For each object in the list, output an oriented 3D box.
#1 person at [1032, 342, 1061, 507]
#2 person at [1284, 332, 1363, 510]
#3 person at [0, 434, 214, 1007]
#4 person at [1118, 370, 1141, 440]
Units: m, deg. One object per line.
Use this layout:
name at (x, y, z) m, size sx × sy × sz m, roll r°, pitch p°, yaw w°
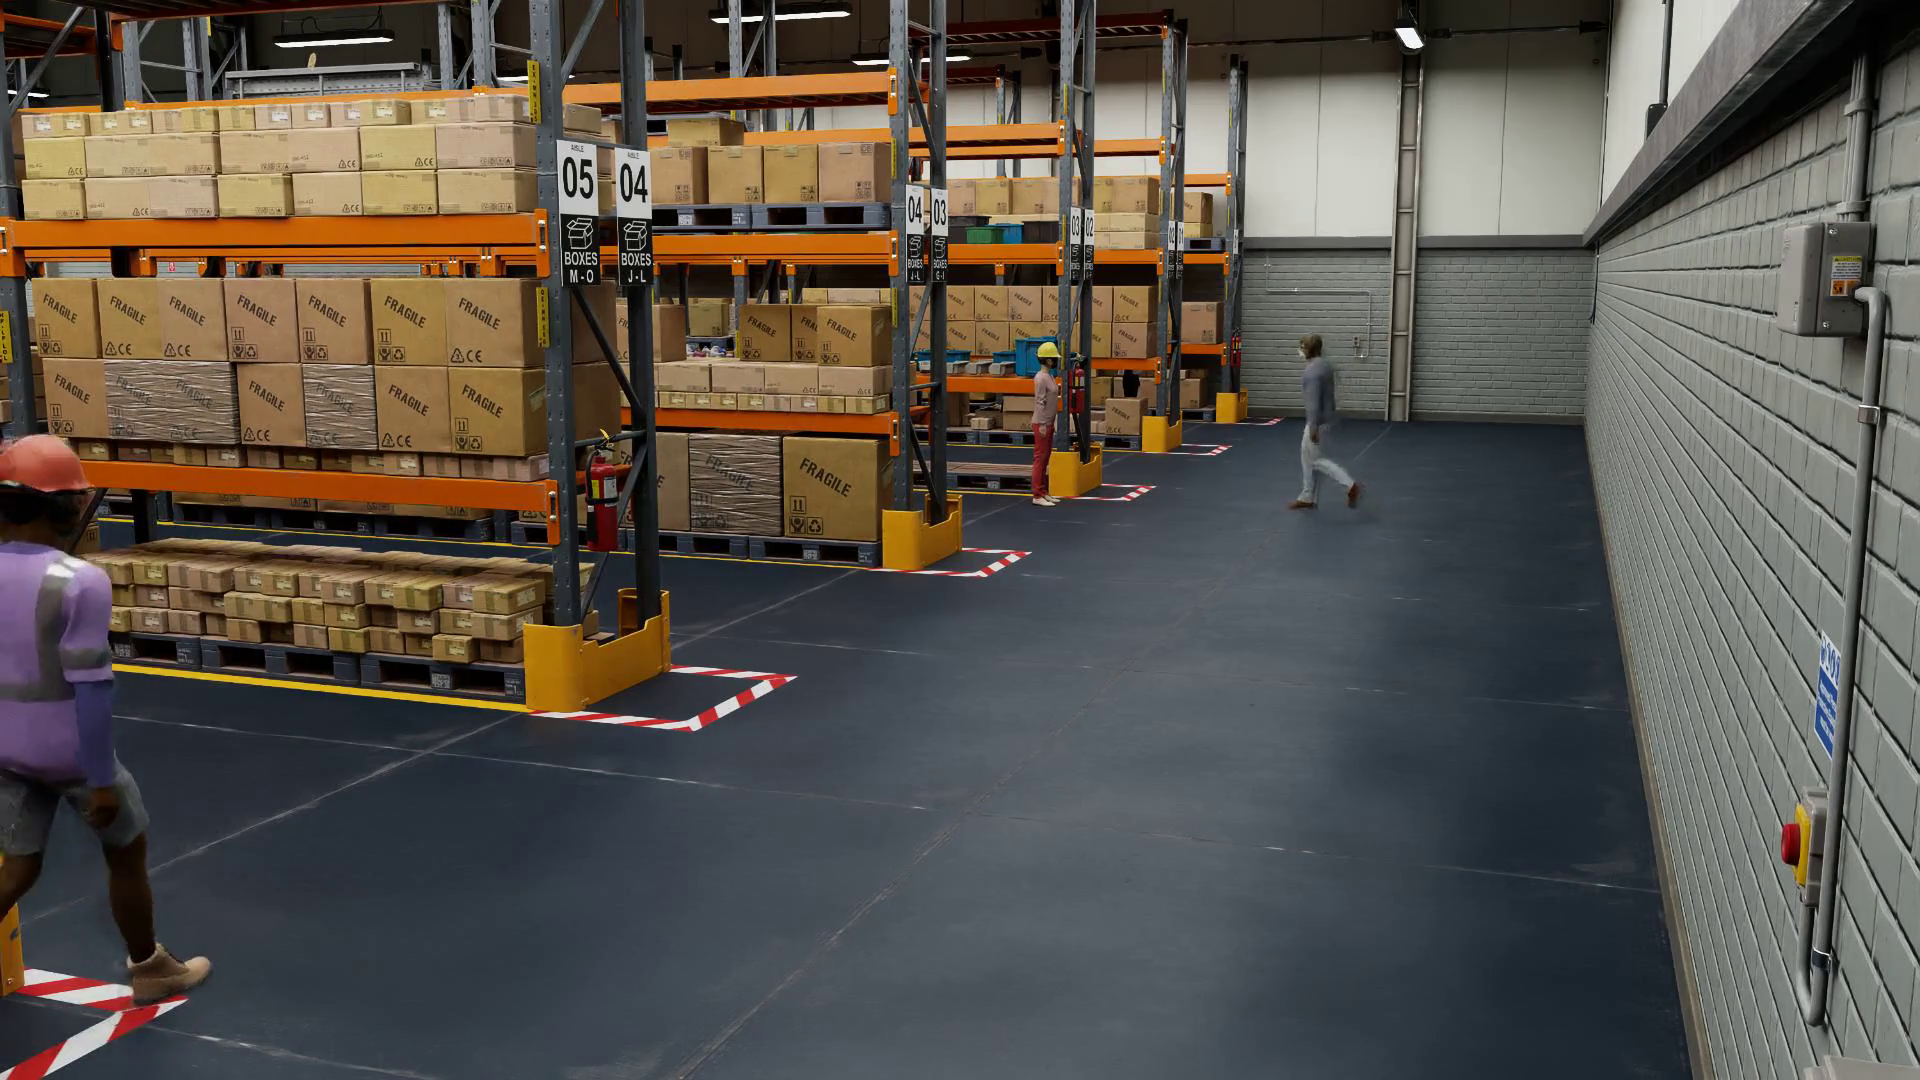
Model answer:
person at (0.939, -1.250, 17.980) m, size 0.310 × 1.768 × 0.533 m, roll 2°, pitch 9°, yaw 14°
person at (3.831, -1.224, 17.396) m, size 0.770 × 1.909 × 0.661 m, roll 4°, pitch 10°, yaw 24°
person at (-2.951, 0.661, 5.340) m, size 0.619 × 2.002 × 1.019 m, roll 3°, pitch 10°, yaw 20°
person at (2.585, -2.463, 25.075) m, size 0.391 × 1.920 × 0.593 m, roll 2°, pitch 9°, yaw 15°
